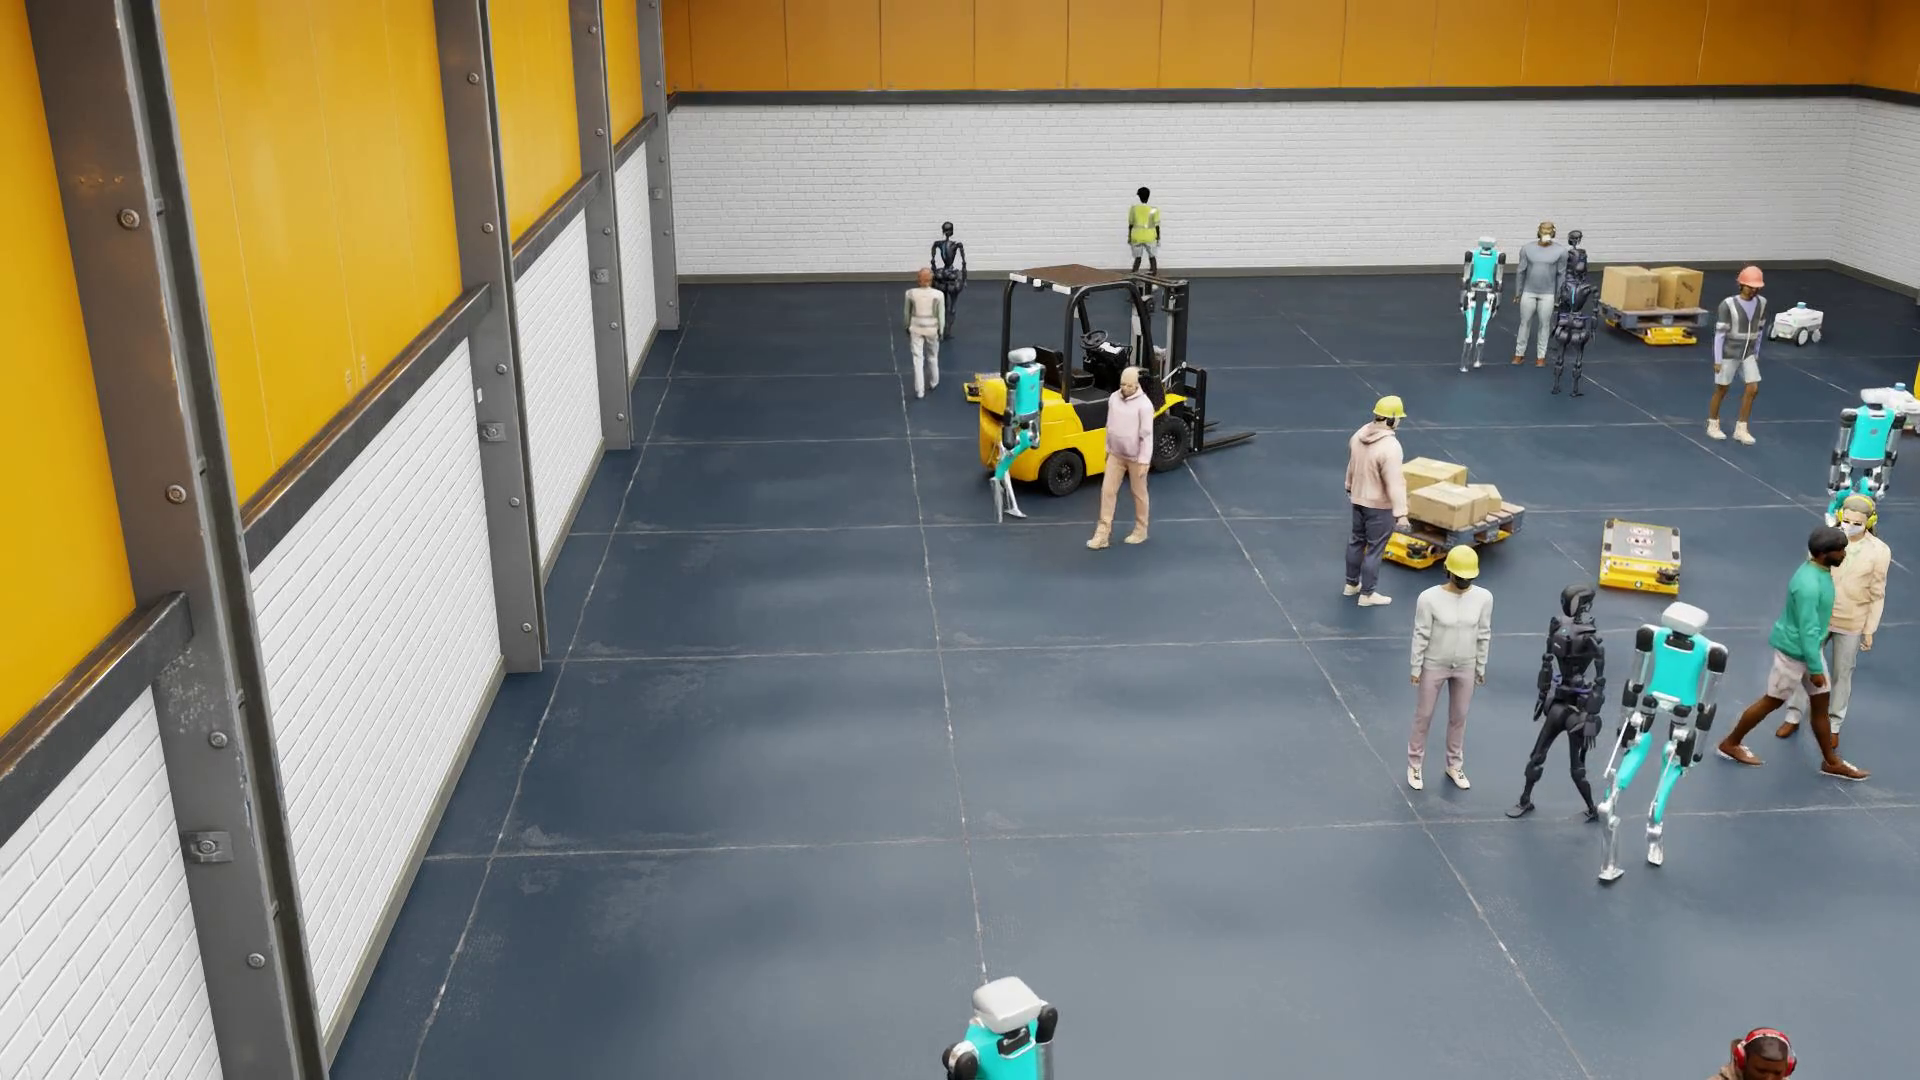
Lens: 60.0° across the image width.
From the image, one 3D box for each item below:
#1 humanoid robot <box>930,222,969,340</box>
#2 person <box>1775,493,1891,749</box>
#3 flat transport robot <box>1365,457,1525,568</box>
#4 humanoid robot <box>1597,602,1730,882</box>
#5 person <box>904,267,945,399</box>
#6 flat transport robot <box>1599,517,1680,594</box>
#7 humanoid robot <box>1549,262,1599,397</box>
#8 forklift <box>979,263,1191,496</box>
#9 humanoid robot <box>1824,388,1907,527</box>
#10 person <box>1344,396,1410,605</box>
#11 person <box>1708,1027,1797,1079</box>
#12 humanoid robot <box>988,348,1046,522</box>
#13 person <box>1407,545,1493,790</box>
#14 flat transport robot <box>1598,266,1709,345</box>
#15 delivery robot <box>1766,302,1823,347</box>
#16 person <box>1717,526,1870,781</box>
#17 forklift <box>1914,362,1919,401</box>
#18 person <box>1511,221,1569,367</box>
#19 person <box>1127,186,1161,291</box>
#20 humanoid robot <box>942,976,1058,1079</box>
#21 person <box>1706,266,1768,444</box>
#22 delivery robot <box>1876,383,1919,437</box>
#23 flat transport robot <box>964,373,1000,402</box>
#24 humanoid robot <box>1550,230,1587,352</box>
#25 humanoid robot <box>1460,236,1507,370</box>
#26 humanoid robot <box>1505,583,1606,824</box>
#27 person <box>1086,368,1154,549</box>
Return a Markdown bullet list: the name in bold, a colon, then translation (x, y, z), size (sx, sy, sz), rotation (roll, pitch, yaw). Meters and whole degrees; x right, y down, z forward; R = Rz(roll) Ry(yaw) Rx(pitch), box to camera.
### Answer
- **humanoid robot**: translation (-0.146, -3.707, 23.683), size (0.602, 1.644, 0.561), rotation (10, 22, 25)
- **person**: translation (6.204, 0.558, 11.781), size (0.553, 1.876, 0.409), rotation (15, 25, 35)
- **flat transport robot**: translation (4.520, -0.052, 15.768), size (1.431, 0.231, 0.659), rotation (-15, 25, -36)
- **humanoid robot**: translation (4.159, 1.291, 10.013), size (0.557, 1.786, 0.879), rotation (15, 25, 36)
- **person**: translation (-0.442, -2.612, 20.805), size (0.516, 1.599, 0.780), rotation (0, 20, 1)
- **flat transport robot**: translation (6.238, 0.137, 15.255), size (0.659, 0.231, 1.431), rotation (8, 22, 20)
- **humanoid robot**: translation (7.655, -2.644, 20.763), size (0.599, 1.659, 0.315), rotation (18, 26, 39)
- **forklift**: translation (1.315, -1.764, 17.646), size (2.313, 2.155, 1.214), rotation (-14, 24, -33)
- **humanoid robot**: translation (8.034, -0.542, 15.005), size (0.532, 1.810, 0.725), rotation (3, 20, 8)
- **person**: translation (3.537, -0.332, 14.238), size (0.434, 1.855, 0.819), rotation (-8, 22, -20)
- **person**: translation (3.056, 2.594, 6.564), size (0.461, 1.644, 0.313), rotation (4, 21, 11)
- **humanoid robot**: translation (0.475, -0.988, 16.306), size (0.668, 1.881, 0.542), rotation (17, 26, 39)
- **person**: translation (3.276, 0.856, 11.136), size (0.526, 1.760, 0.333), rotation (-1, 20, -3)
- **flat transport robot**: translation (9.953, -3.072, 23.997), size (0.659, 0.231, 1.431), rotation (-2, 20, -5)
- **delivery robot**: translation (11.861, -3.063, 23.540), size (0.744, 0.582, 0.518), rotation (-12, 24, -30)
- **person**: translation (5.773, 0.765, 11.326), size (0.947, 1.800, 0.501), rotation (15, 25, 36)
- **forklift**: translation (12.602, -2.435, 19.475), size (2.313, 2.155, 1.214), rotation (-1, 20, -4)
- **person**: translation (7.695, -3.272, 22.119), size (0.635, 1.938, 0.359), rotation (9, 22, 23)
- **person**: translation (2.941, -4.826, 26.736), size (0.572, 1.659, 0.525), rotation (6, 21, 17)
- **humanoid robot**: translation (0.337, 2.641, 6.463), size (0.546, 1.899, 0.760), rotation (-17, 26, -38)
- **person**: translation (8.803, -2.059, 18.703), size (0.628, 2.015, 0.776), rotation (-3, 20, -9)
- **delivery robot**: translation (10.898, -1.529, 19.366), size (0.499, 0.585, 0.772), rotation (1, 20, 3)
- **flat transport robot**: translation (0.781, -1.908, 20.825), size (1.431, 0.231, 0.659), rotation (-1, 20, -3)
- **humanoid robot**: translation (8.422, -3.449, 22.974), size (0.601, 1.652, 0.341), rotation (-12, 23, -30)
- **humanoid robot**: translation (6.813, -3.035, 21.803), size (0.531, 1.822, 0.639), rotation (6, 21, 16)
- **humanoid robot**: translation (3.928, 1.073, 10.708), size (0.606, 1.645, 0.610), rotation (-7, 21, -18)
- **person**: translation (1.506, -0.749, 15.514), size (0.571, 1.745, 0.817), rotation (17, 26, 38)
